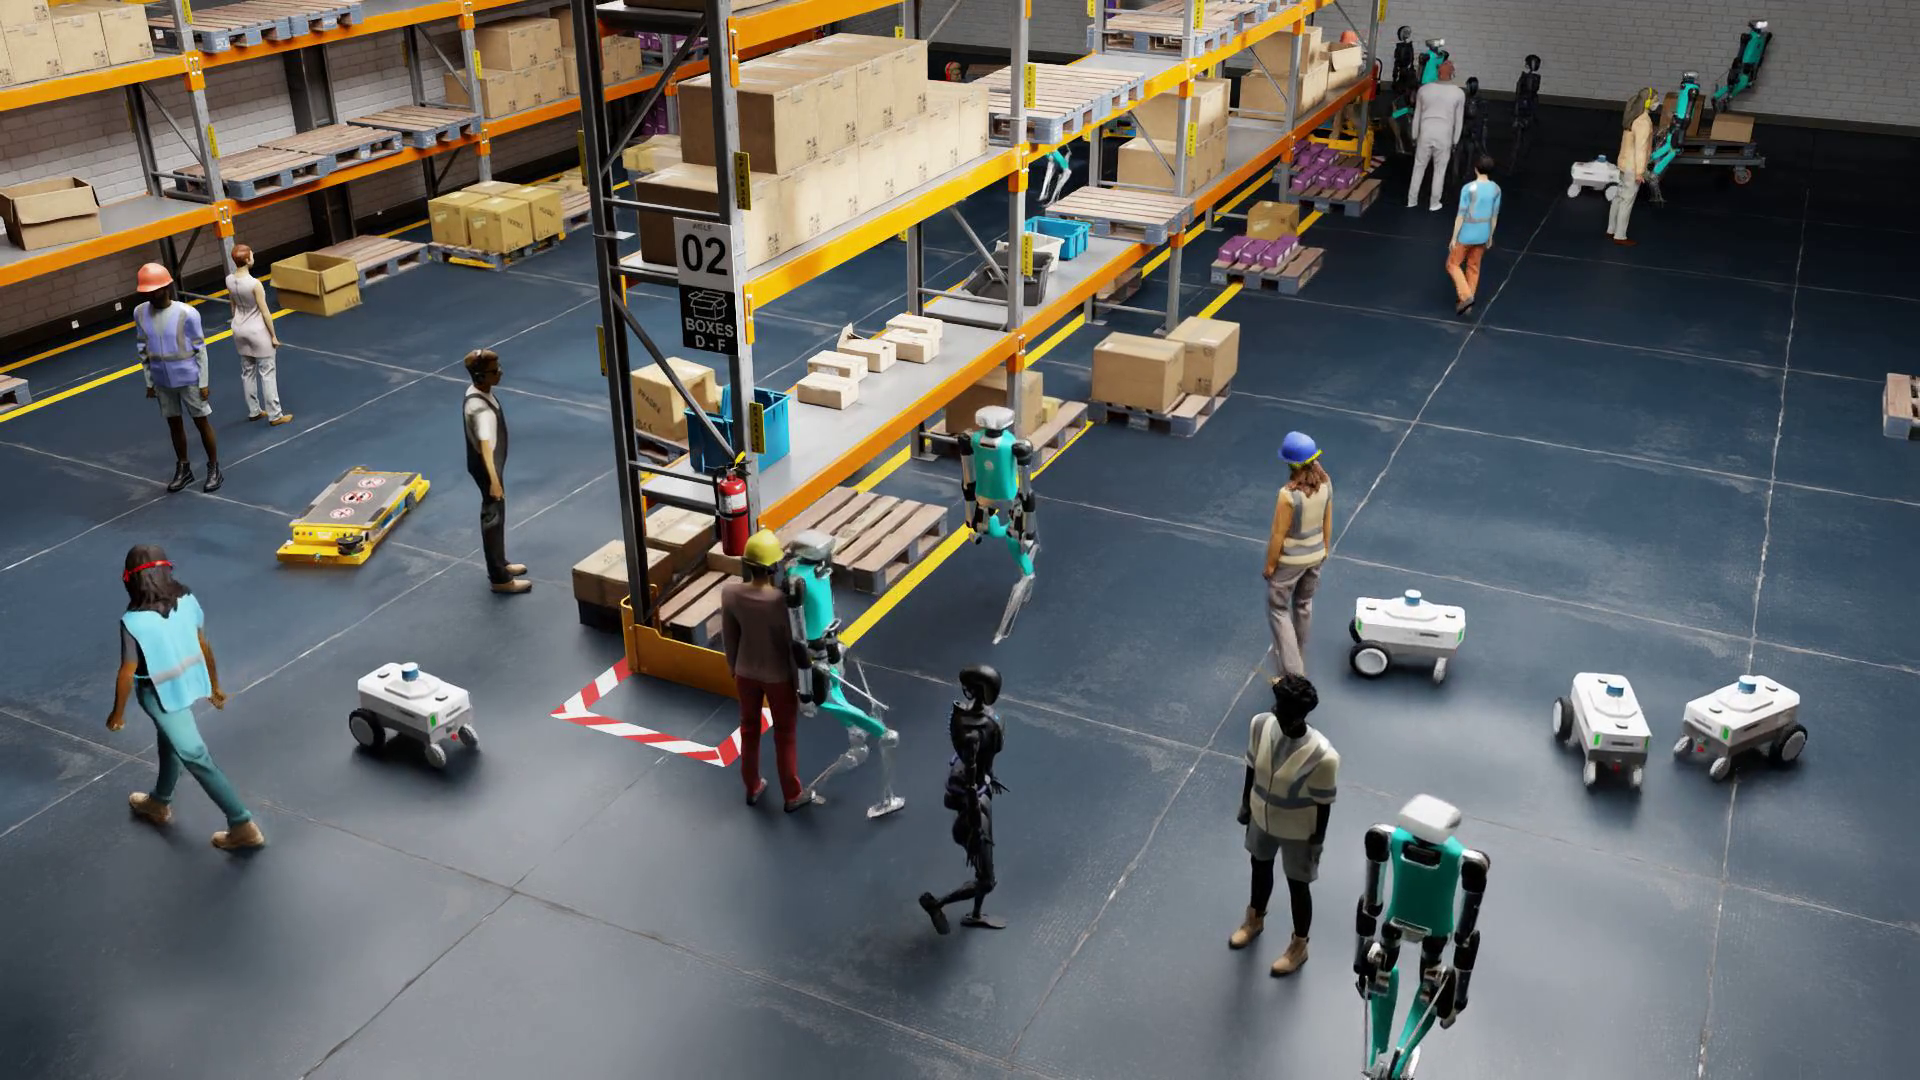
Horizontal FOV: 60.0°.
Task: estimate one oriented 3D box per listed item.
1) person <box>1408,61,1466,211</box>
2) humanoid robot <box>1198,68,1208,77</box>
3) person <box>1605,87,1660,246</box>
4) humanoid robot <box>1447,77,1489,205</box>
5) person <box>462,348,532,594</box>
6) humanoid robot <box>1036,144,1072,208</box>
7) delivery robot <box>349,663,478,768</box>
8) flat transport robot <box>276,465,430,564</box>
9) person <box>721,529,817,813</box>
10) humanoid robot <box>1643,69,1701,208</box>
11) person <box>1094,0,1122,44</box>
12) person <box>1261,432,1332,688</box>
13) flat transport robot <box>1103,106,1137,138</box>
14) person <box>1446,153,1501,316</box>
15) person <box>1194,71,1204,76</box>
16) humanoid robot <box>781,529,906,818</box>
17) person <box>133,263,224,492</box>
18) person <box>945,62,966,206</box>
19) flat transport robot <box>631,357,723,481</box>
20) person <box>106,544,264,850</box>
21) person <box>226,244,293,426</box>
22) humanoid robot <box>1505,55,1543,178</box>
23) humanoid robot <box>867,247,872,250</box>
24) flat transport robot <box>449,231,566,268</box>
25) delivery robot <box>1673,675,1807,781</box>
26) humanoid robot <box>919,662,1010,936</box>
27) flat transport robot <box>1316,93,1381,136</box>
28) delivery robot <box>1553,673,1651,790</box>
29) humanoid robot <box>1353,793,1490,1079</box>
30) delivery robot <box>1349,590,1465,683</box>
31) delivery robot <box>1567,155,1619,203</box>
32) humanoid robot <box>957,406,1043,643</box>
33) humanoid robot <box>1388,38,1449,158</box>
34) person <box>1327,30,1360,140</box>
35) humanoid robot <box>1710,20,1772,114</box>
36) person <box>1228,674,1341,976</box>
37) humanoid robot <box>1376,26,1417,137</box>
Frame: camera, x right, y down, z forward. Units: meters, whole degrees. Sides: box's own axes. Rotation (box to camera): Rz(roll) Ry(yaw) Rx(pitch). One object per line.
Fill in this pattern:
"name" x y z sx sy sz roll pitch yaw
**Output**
"person" 6.158 -5.219 21.511 0.647 1.886 0.405 13 29 24
"humanoid robot" 3.669 -6.768 24.924 0.799 1.619 0.616 7 27 13
"person" 8.106 -4.511 20.082 0.391 1.875 0.565 1 26 2
"humanoid robot" 6.605 -5.224 21.747 0.608 1.650 0.307 -2 26 -5
"person" -3.378 -0.504 12.021 0.344 1.845 0.504 -7 27 -14
"humanoid robot" 1.223 -5.263 21.720 0.684 1.765 0.549 -19 32 -33
"delivery robot" -3.397 1.044 10.353 0.802 0.600 0.499 15 30 28
"flat transport robot" -4.796 -0.209 13.199 0.659 0.231 1.431 2 26 5
"person" -1.106 0.756 9.563 0.524 1.768 0.328 11 28 20
"humanoid robot" 9.150 -5.196 21.666 0.676 1.840 0.538 4 27 8
"person" 2.592 -9.053 29.208 0.528 1.924 0.428 19 32 33
"person" 2.234 0.134 10.835 0.519 1.767 0.478 -16 31 -30
"flat transport robot" 2.801 -6.289 25.481 1.431 0.231 0.659 7 27 13
"person" 5.423 -3.216 17.601 0.514 1.748 0.431 -7 27 -13
"person" 3.742 -7.699 26.590 0.537 1.809 0.663 4 27 8
"humanoid robot" -0.572 0.831 9.481 0.932 1.781 0.564 12 29 24
"person" -6.389 -1.316 13.558 0.544 1.938 0.352 0 26 1
"person" -0.134 -5.315 21.737 0.374 1.843 0.567 13 29 25
"flat transport robot" -1.986 -0.713 14.218 0.659 0.231 1.431 19 32 33
"person" -4.400 0.882 9.256 0.993 1.815 0.535 7 27 13
"person" -6.332 -1.838 14.931 0.430 1.650 0.283 9 28 18
"humanoid robot" 7.828 -5.878 23.054 0.600 1.651 0.330 -20 33 -35
"humanoid robot" -1.077 -4.294 19.882 0.555 1.643 0.587 -19 32 -33
"flat transport robot" -5.423 -3.556 19.961 0.659 0.231 1.431 10 28 20
"delivery robot" 4.795 1.111 10.218 0.797 0.599 0.499 -14 30 -26
"humanoid robot" 0.027 1.322 8.527 0.460 1.647 0.610 3 27 7
"flat transport robot" 5.782 -6.546 26.001 1.431 0.231 0.659 21 33 36
"delivery robot" 3.966 1.119 10.180 0.499 0.582 0.773 4 27 7
"humanoid robot" 1.870 1.969 7.160 0.557 1.730 1.030 17 31 30
"delivery robot" 2.997 0.614 11.196 0.749 0.578 0.509 5 27 11
"delivery robot" 8.555 -4.819 22.213 0.815 0.614 0.499 12 29 24
"humanoid robot" 0.401 -0.203 11.586 0.538 1.775 0.985 13 29 24
"humanoid robot" 6.543 -6.365 23.976 0.541 1.756 0.889 -16 31 -29
"person" 5.798 -6.669 24.622 0.713 1.724 0.594 4 27 9
"humanoid robot" 11.840 -7.071 25.450 0.542 1.802 0.796 -10 28 -20
"person" 1.625 1.407 8.336 0.319 1.692 0.535 -21 33 -36
"humanoid robot" 6.718 -6.950 25.242 0.577 1.638 0.601 -6 27 -12
